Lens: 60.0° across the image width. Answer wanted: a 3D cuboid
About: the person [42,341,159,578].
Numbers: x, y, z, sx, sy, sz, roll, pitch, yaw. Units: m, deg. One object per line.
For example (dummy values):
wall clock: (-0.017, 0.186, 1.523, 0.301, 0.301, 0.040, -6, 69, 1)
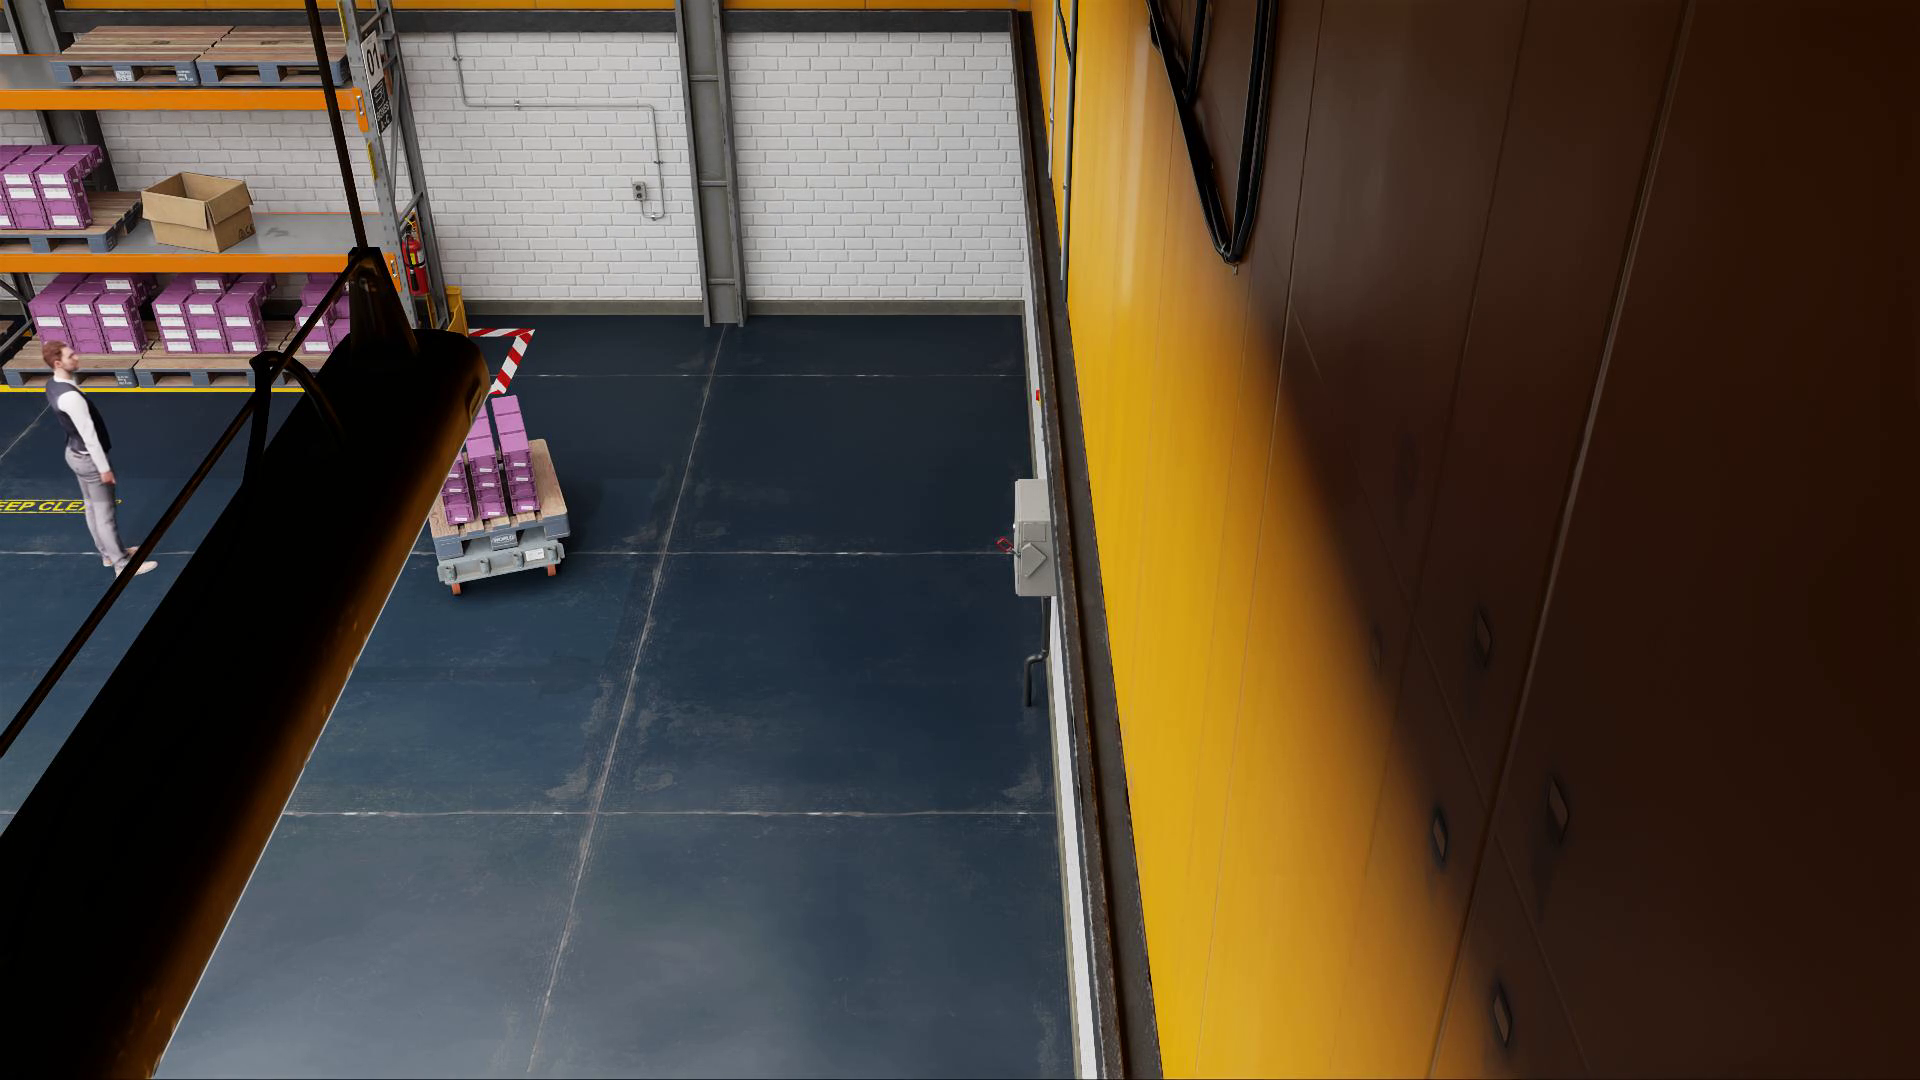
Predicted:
person: (-6.589, -0.618, 12.562, 0.789, 1.938, 0.743, -26, 42, -33)
